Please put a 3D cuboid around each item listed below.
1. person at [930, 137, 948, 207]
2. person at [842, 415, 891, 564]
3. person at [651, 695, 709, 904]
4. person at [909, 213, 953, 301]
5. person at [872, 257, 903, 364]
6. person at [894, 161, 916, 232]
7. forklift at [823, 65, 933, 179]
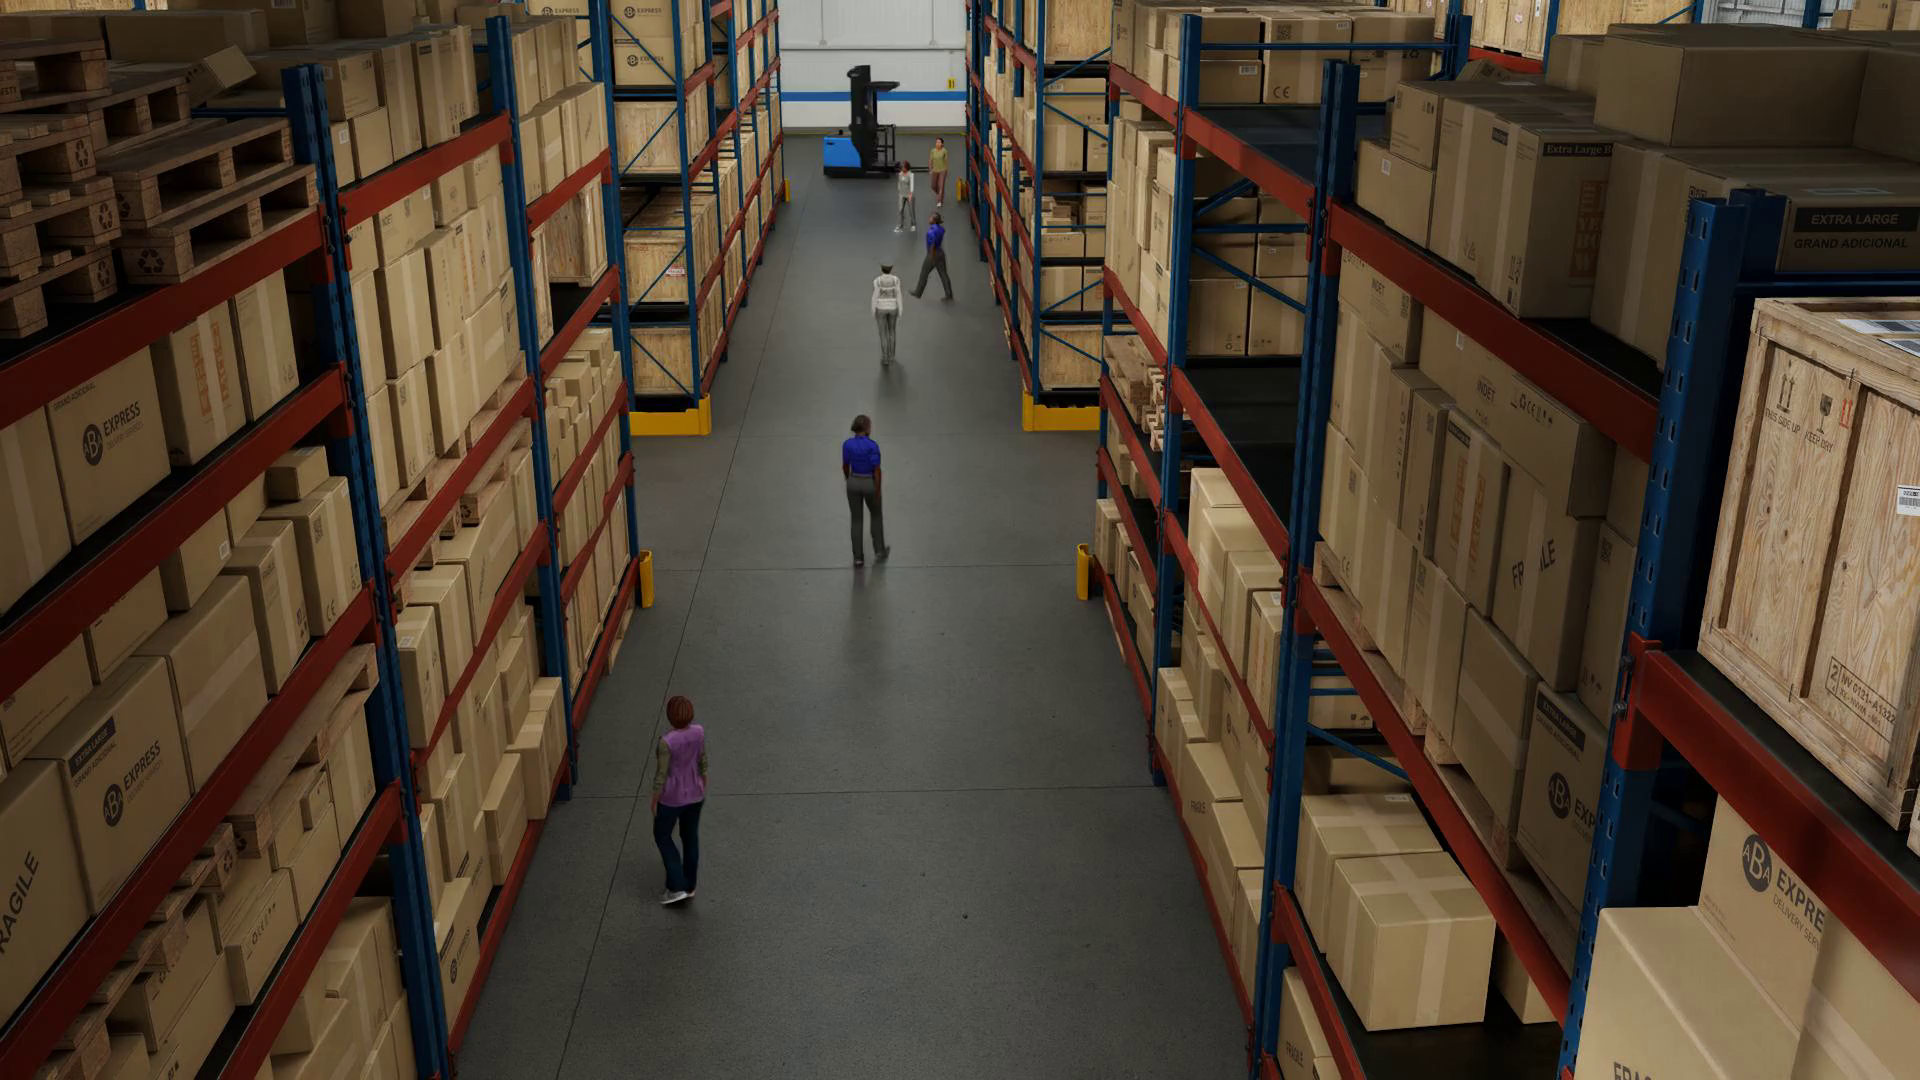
[{"bbox_3d":[-0.509,-9.102,41.026,0.457,1.664,0.745,5,21,13],"label":"person"},{"bbox_3d":[-1.046,-0.586,18.161,0.466,1.654,0.644,4,21,10],"label":"person"},{"bbox_3d":[-1.994,1.828,11.828,0.439,1.609,0.347,-16,26,-37],"label":"person"},{"bbox_3d":[-0.516,-5.238,30.687,0.938,1.616,0.448,16,26,37],"label":"person"},{"bbox_3d":[-1.190,-3.663,26.399,0.488,1.684,0.573,-7,22,-18],"label":"person"},{"bbox_3d":[-1.216,-7.711,37.362,0.444,1.572,0.764,8,22,20],"label":"person"},{"bbox_3d":[-2.184,-11.415,45.426,3.031,2.941,1.121,4,21,10],"label":"forklift"}]
